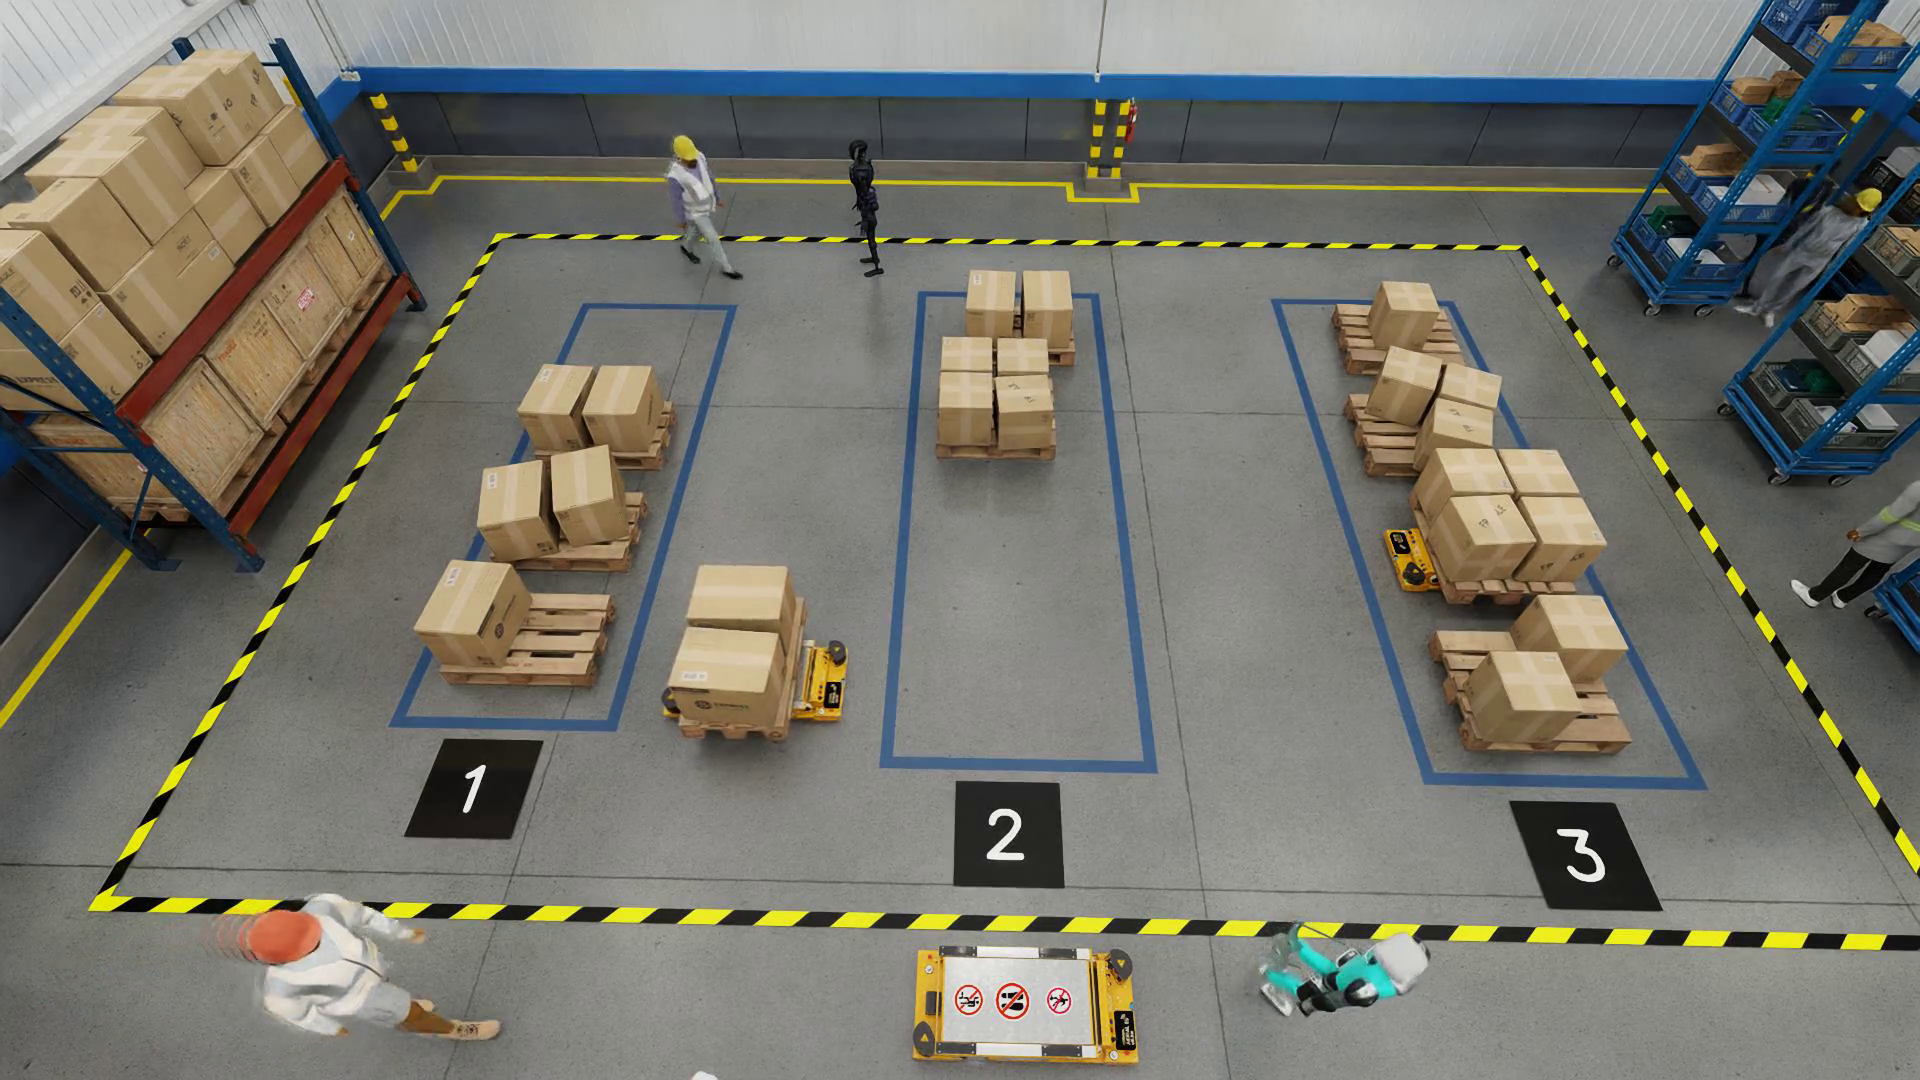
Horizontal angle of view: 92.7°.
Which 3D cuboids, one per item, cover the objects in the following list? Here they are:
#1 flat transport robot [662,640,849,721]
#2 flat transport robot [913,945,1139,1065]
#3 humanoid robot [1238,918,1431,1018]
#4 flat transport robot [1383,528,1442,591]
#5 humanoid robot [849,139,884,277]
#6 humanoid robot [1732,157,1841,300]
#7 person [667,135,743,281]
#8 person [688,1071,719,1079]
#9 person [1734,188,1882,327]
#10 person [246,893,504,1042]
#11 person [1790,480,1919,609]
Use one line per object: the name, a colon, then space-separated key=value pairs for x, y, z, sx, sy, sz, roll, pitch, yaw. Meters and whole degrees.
flat transport robot: x=-1.669 y=1.138 z=7.540 sx=1.431 sy=0.197 sz=0.652 roll=1 pitch=51 yaw=1
flat transport robot: x=0.422 y=3.041 z=6.007 sx=1.431 sy=0.231 sz=0.659 roll=1 pitch=51 yaw=1
humanoid robot: x=2.122 y=2.538 z=5.528 sx=0.556 sy=1.868 sz=0.788 roll=-25 pitch=55 yaw=-19
flat transport robot: x=4.689 y=0.155 z=8.342 sx=1.431 sy=0.197 sz=0.652 roll=1 pitch=51 yaw=1
humanoid robot: x=-1.111 y=-3.882 z=10.732 sx=0.315 sy=1.657 sz=0.599 roll=-8 pitch=51 yaw=-6
humanoid robot: x=9.437 y=-3.589 z=10.527 sx=0.616 sy=1.644 sz=0.667 roll=1 pitch=51 yaw=0
person: x=-3.105 y=-3.906 z=10.689 sx=0.889 sy=1.787 sz=0.585 roll=17 pitch=53 yaw=13
person: x=-1.165 y=3.183 z=4.827 sx=0.592 sy=1.919 sz=0.392 roll=37 pitch=60 yaw=26
person: x=9.330 y=-3.110 z=10.079 sx=0.553 sy=1.720 sz=0.390 roll=36 pitch=59 yaw=26
person: x=-3.366 y=2.525 z=5.306 sx=0.952 sy=2.011 sz=0.612 roll=-3 pitch=51 yaw=-2
person: x=7.689 y=-0.073 z=7.524 sx=0.587 sy=1.852 sz=0.380 roll=5 pitch=51 yaw=4
